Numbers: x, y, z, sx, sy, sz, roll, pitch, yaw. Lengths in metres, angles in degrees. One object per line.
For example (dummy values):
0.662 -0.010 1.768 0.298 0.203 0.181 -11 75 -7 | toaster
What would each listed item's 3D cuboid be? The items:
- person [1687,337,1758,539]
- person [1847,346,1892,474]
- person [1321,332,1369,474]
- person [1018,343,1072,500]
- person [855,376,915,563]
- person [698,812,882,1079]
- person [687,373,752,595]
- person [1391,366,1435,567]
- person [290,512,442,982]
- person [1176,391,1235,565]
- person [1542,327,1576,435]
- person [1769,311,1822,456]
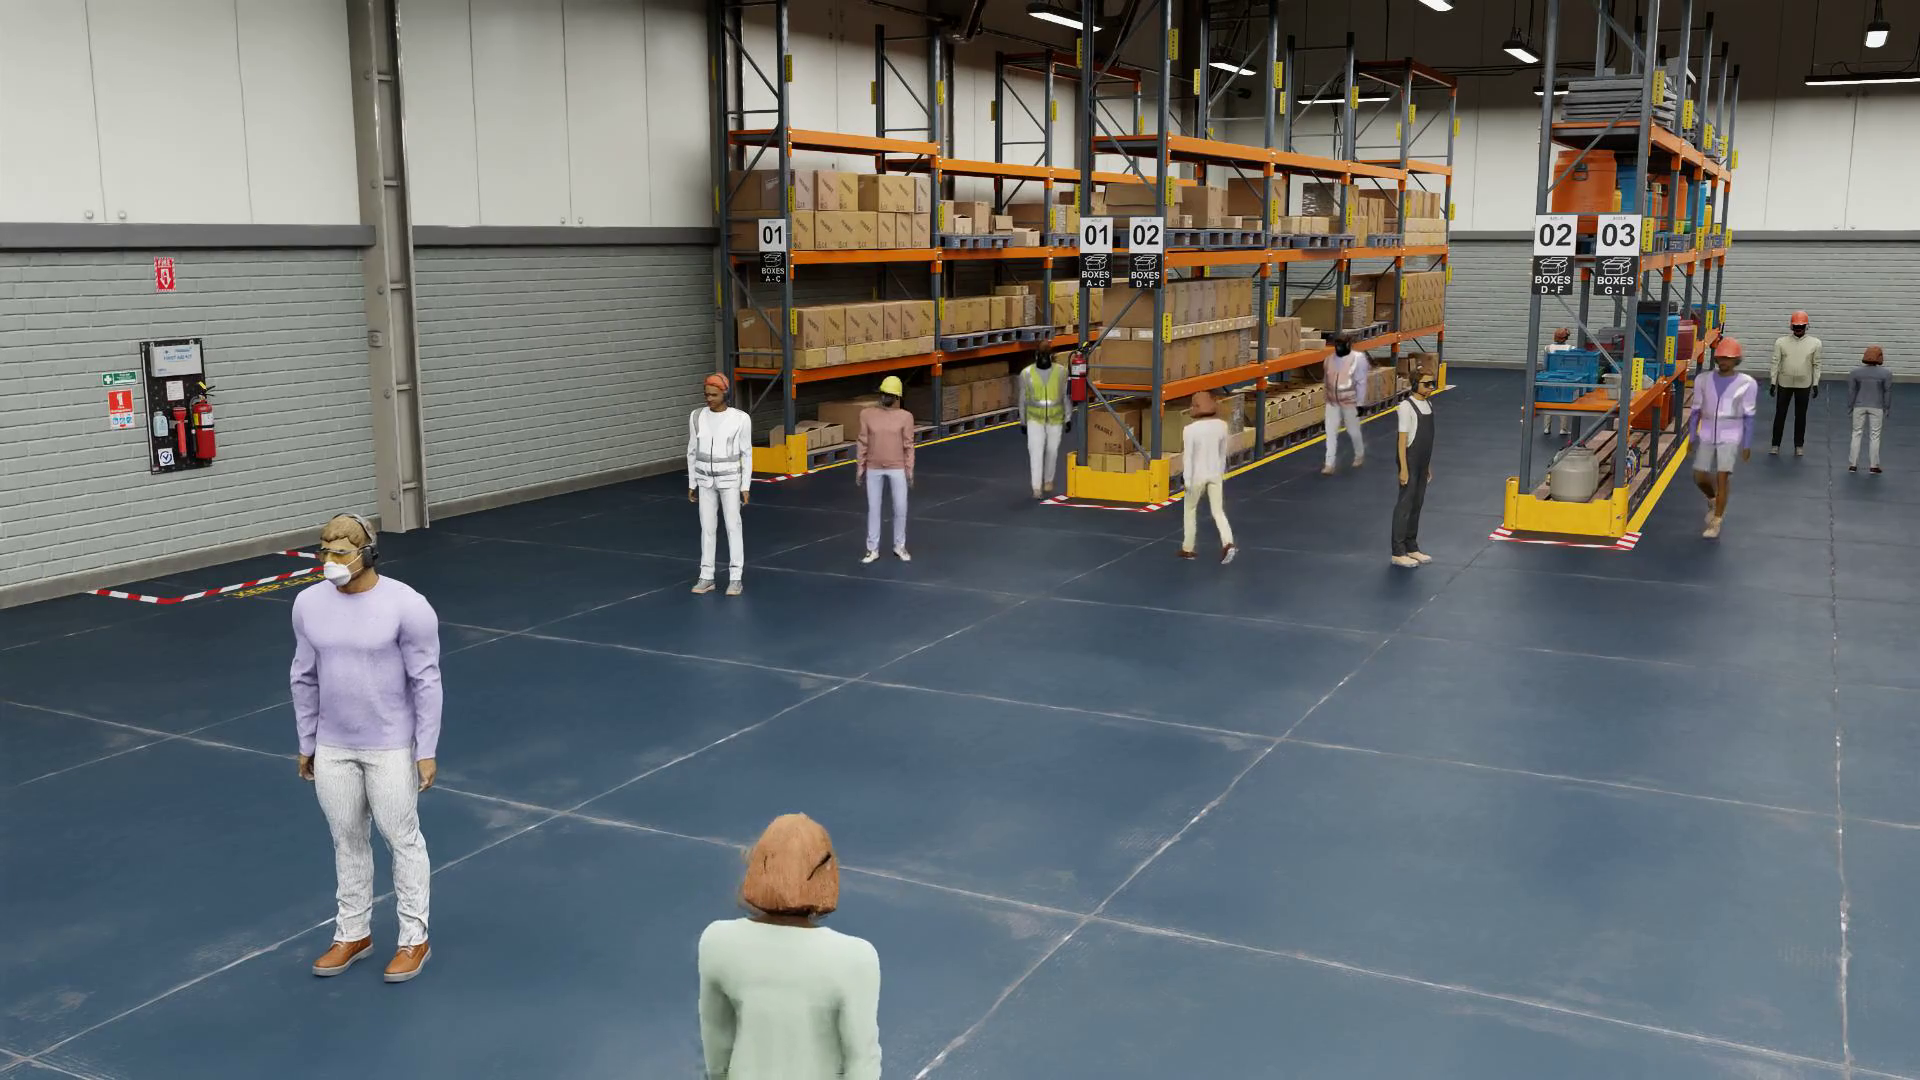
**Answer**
7.677 -1.034 16.757 0.623 2.032 0.550 9 14 41 | person
11.632 -1.668 21.293 0.497 1.634 0.279 8 13 38 | person
4.954 -1.771 21.364 0.621 1.818 0.832 8 13 36 | person
0.993 -1.414 19.452 0.616 1.803 0.919 0 10 -2 | person
-0.691 -0.651 15.479 0.569 1.746 0.406 0 10 1 | person
-0.414 1.463 4.314 0.524 1.583 0.839 3 11 16 | person
-2.039 -0.472 14.080 0.573 1.887 0.355 3 11 14 | person
4.191 -0.679 15.323 0.328 1.844 0.514 9 14 41 | person
-2.419 0.840 6.784 0.637 1.938 0.355 2 11 11 | person
2.289 -0.576 15.391 0.499 1.608 0.757 -4 11 -21 | person
9.140 -2.419 25.372 0.523 1.639 0.306 8 13 39 | person
11.539 -2.161 22.995 0.622 1.992 0.394 5 11 24 | person
